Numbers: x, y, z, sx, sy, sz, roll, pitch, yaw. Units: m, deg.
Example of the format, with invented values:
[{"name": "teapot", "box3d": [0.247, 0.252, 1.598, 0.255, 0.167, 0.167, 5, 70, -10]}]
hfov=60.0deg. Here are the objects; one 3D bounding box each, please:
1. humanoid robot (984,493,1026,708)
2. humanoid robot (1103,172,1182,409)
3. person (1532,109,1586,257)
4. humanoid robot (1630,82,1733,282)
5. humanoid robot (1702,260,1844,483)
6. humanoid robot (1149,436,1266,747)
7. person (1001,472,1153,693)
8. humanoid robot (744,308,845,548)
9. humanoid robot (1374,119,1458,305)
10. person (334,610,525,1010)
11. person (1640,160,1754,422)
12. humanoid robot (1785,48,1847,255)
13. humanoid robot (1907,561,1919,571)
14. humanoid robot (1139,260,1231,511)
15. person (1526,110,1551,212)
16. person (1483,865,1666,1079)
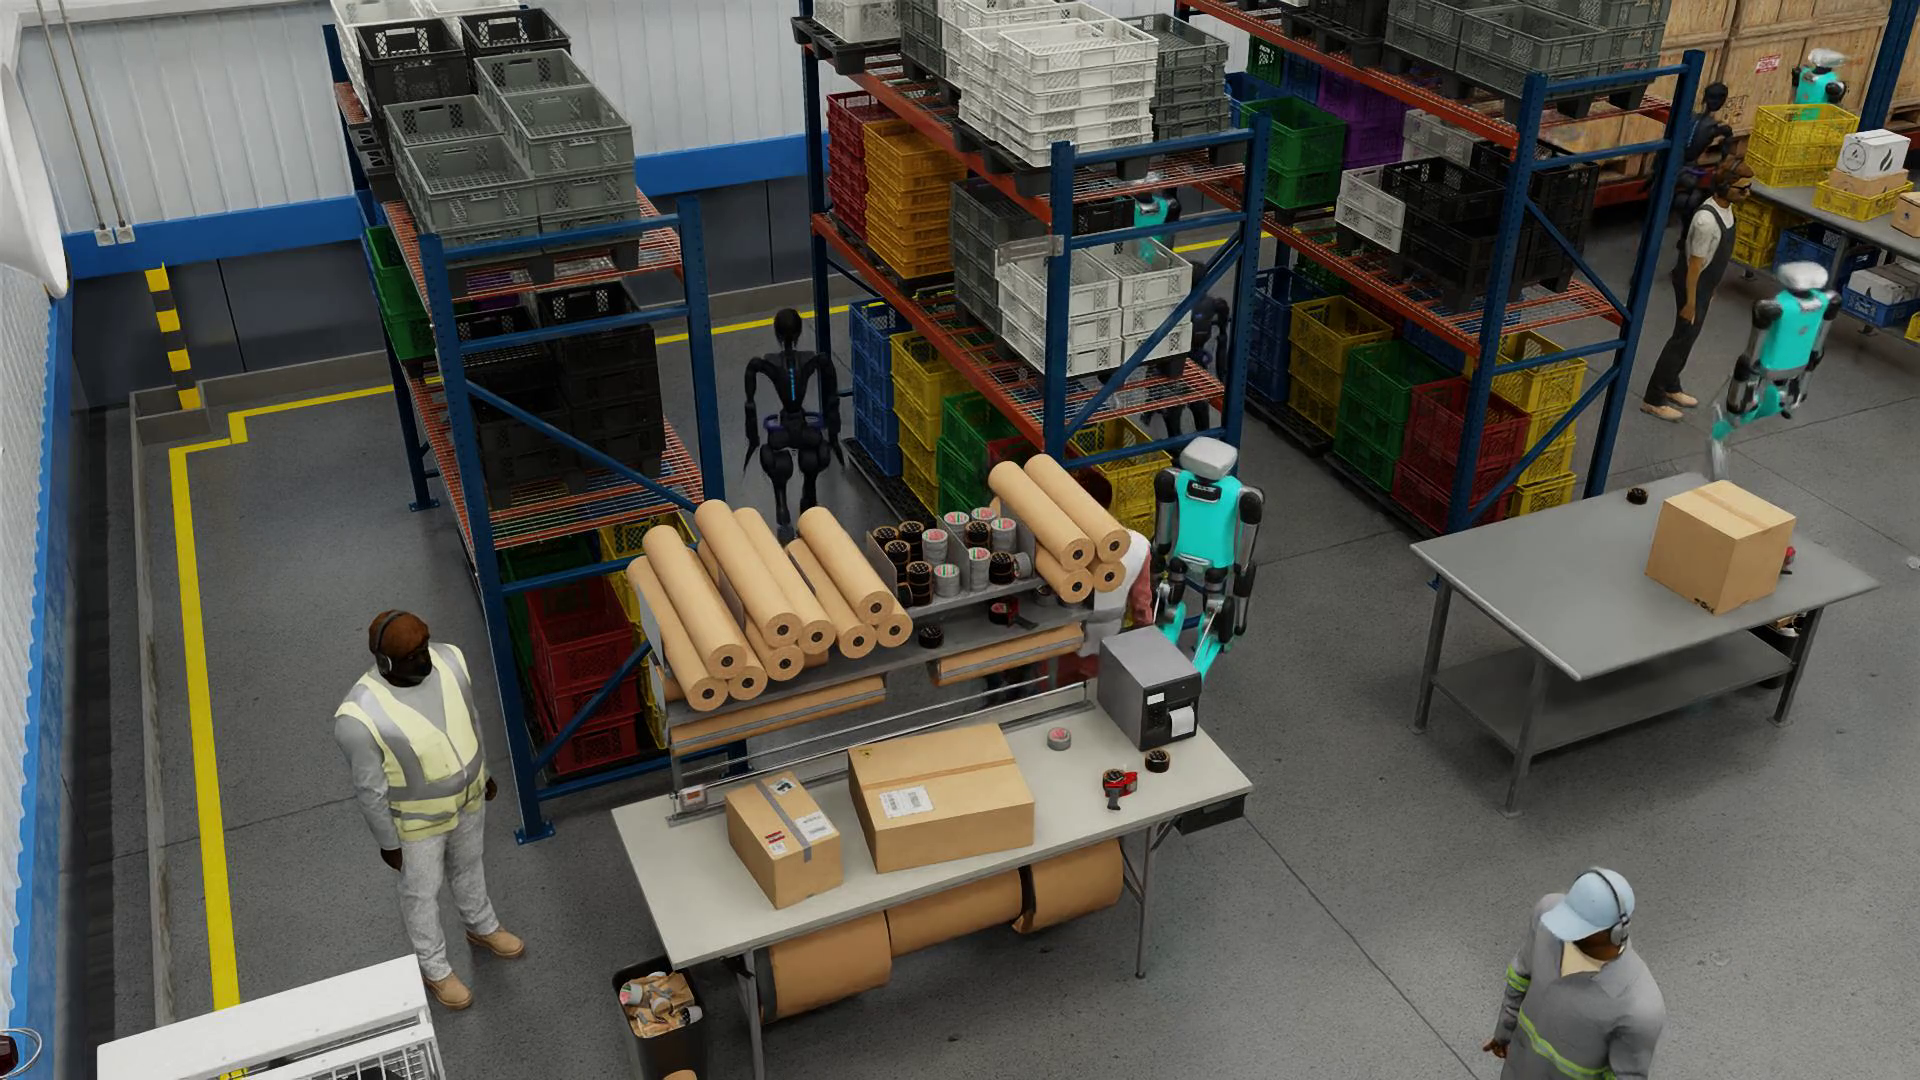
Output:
[{"name": "humanoid robot", "box3d": [0.224, 0.364, 8.041, 0.601, 1.651, 0.344, -21, 37, -30]}, {"name": "humanoid robot", "box3d": [1.102, -1.648, 11.354, 0.544, 1.903, 0.697, -11, 33, -17]}, {"name": "person", "box3d": [4.787, -3.082, 13.417, 0.451, 1.901, 0.593, 18, 36, 27]}, {"name": "humanoid robot", "box3d": [5.760, -2.839, 13.259, 0.585, 1.650, 0.615, -26, 40, -35]}, {"name": "humanoid robot", "box3d": [4.783, -0.922, 10.114, 0.558, 1.822, 0.744, -5, 32, -8]}, {"name": "humanoid robot", "box3d": [1.038, 0.387, 7.813, 0.533, 1.677, 0.735, 16, 35, 24]}, {"name": "person", "box3d": [0.538, 0.489, 7.620, 0.669, 1.906, 0.400, 5, 32, 8]}, {"name": "humanoid robot", "box3d": [-0.943, -0.535, 9.548, 0.585, 1.648, 0.743, -6, 32, -9]}, {"name": "humanoid robot", "box3d": [3.480, -2.457, 12.630, 0.614, 1.640, 0.398, 5, 32, 7]}, {"name": "person", "box3d": [-2.122, 1.068, 6.737, 0.429, 1.844, 0.625, 16, 35, 25]}, {"name": "person", "box3d": [4.975, -1.679, 11.209, 0.330, 1.836, 0.505, 20, 37, 29]}, {"name": "humanoid robot", "box3d": [7.124, -3.136, 13.769, 0.761, 1.881, 0.544, -9, 33, -15]}, {"name": "humanoid robot", "box3d": [6.066, -0.597, 9.585, 0.913, 1.809, 0.530, -5, 32, -8]}, {"name": "humanoid robot", "box3d": [1.354, -1.006, 10.263, 0.609, 1.634, 0.532, -11, 33, -18]}, {"name": "person", "box3d": [4.777, -3.026, 13.465, 0.526, 1.759, 0.337, -28, 41, -37]}, {"name": "person", "box3d": [1.970, 1.793, 5.549, 0.390, 1.851, 0.586, -12, 33, -18]}]
